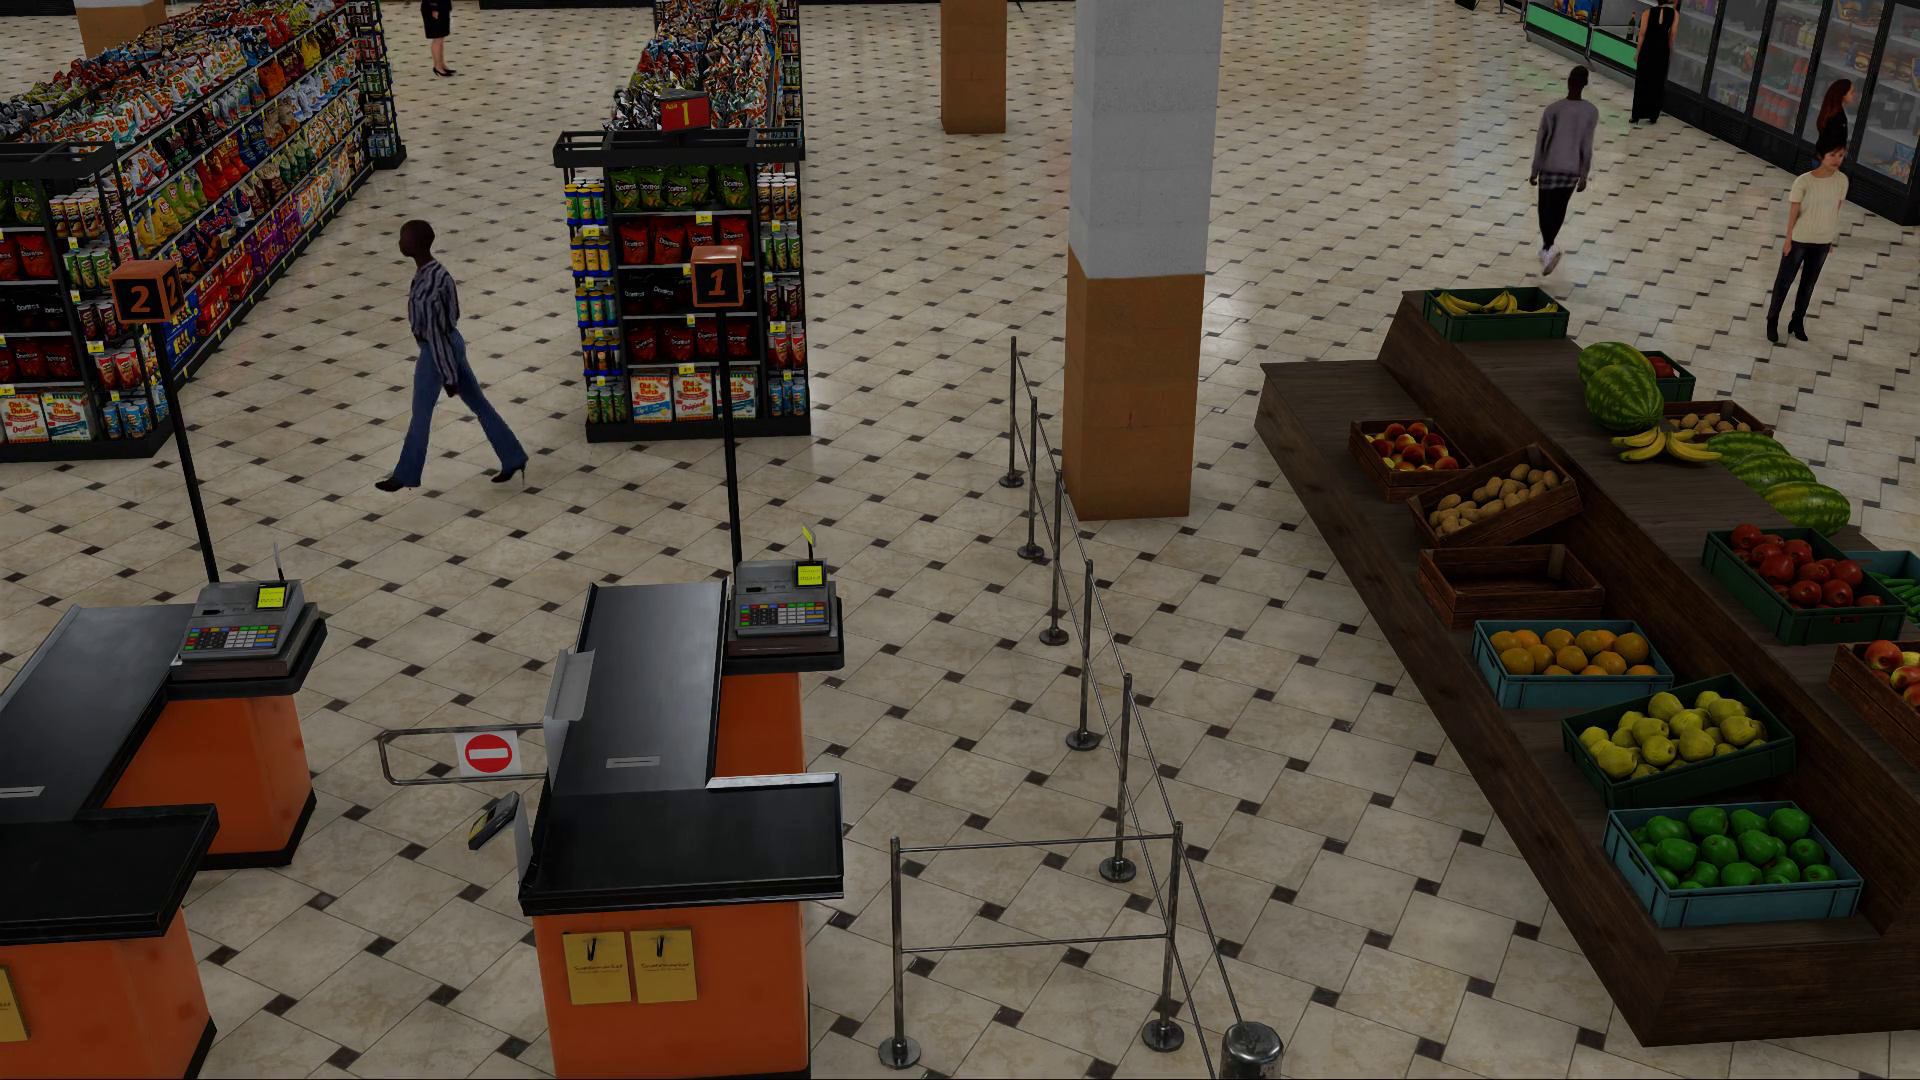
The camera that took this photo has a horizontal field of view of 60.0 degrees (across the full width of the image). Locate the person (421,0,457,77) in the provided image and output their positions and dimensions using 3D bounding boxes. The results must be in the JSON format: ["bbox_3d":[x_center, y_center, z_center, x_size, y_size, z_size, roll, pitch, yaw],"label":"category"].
[{"bbox_3d":[-6.941,-7.009,22.008,0.754,1.671,0.550,-1,27,-3],"label":"person"}]

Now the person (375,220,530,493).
[{"bbox_3d":[-3.081,-1.074,10.236,0.765,1.733,1.117,-4,27,-7],"label":"person"}]

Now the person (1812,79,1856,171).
[{"bbox_3d":[7.942,-3.483,15.262,0.672,1.483,0.533,5,27,10],"label":"person"}]

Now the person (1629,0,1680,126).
[{"bbox_3d":[8.128,-5.688,19.480,0.619,1.602,0.584,4,27,7],"label":"person"}]

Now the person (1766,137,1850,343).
[{"bbox_3d":[6.560,-2.323,12.860,0.600,1.589,0.480,-1,27,-2],"label":"person"}]

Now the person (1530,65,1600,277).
[{"bbox_3d":[5.189,-3.133,14.296,0.802,1.735,1.235,3,27,5],"label":"person"}]
